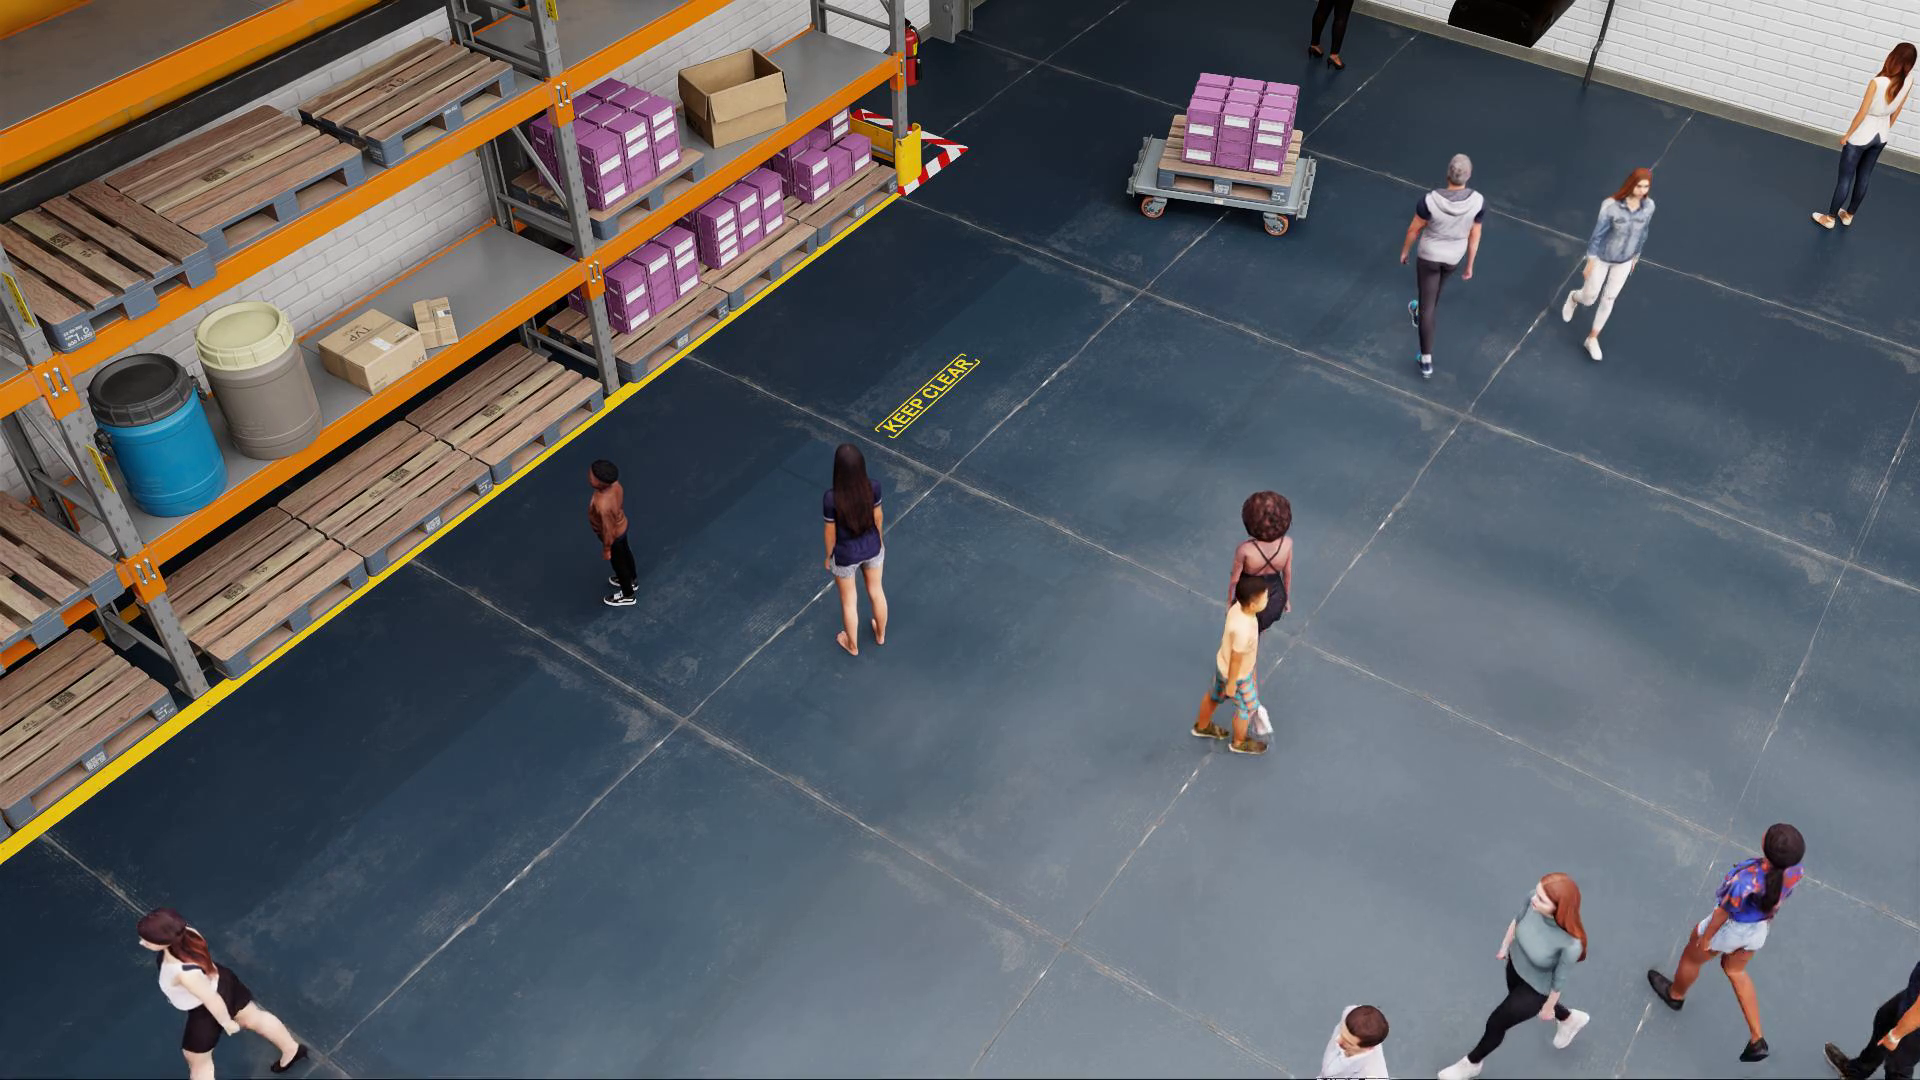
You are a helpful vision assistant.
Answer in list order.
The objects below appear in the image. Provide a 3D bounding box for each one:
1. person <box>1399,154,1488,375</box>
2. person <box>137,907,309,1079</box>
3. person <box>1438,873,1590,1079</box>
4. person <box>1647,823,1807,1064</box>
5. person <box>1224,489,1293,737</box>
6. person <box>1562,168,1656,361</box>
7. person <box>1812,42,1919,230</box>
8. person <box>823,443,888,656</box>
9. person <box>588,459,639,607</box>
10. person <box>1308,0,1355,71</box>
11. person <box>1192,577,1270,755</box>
[{"bbox_3d":[3.853,-2.166,13.316,1.148,1.775,1.318,0,44,0],"label":"person"},{"bbox_3d":[-3.801,2.377,8.662,1.047,1.615,0.850,-18,47,-18],"label":"person"},{"bbox_3d":[3.054,2.275,8.698,1.151,1.715,1.047,-11,45,-11],"label":"person"},{"bbox_3d":[4.168,2.144,8.826,1.025,1.727,1.004,-14,45,-14],"label":"person"},{"bbox_3d":[1.908,0.490,10.540,1.076,1.758,1.078,-11,45,-11],"label":"person"},{"bbox_3d":[5.265,-2.317,13.535,0.904,1.692,1.007,-1,44,-1],"label":"person"},{"bbox_3d":[8.093,-3.583,14.796,0.659,1.785,0.723,-8,44,-8],"label":"person"},{"bbox_3d":[-0.686,0.079,10.966,0.624,1.766,0.720,-17,46,-17],"label":"person"},{"bbox_3d":[-2.392,-0.061,11.484,0.654,1.254,0.552,3,44,3],"label":"person"},{"bbox_3d":[3.866,-5.727,17.005,0.716,1.841,0.727,-25,49,-24],"label":"person"},{"bbox_3d":[1.657,0.792,10.447,0.808,1.449,0.776,2,44,2],"label":"person"}]
